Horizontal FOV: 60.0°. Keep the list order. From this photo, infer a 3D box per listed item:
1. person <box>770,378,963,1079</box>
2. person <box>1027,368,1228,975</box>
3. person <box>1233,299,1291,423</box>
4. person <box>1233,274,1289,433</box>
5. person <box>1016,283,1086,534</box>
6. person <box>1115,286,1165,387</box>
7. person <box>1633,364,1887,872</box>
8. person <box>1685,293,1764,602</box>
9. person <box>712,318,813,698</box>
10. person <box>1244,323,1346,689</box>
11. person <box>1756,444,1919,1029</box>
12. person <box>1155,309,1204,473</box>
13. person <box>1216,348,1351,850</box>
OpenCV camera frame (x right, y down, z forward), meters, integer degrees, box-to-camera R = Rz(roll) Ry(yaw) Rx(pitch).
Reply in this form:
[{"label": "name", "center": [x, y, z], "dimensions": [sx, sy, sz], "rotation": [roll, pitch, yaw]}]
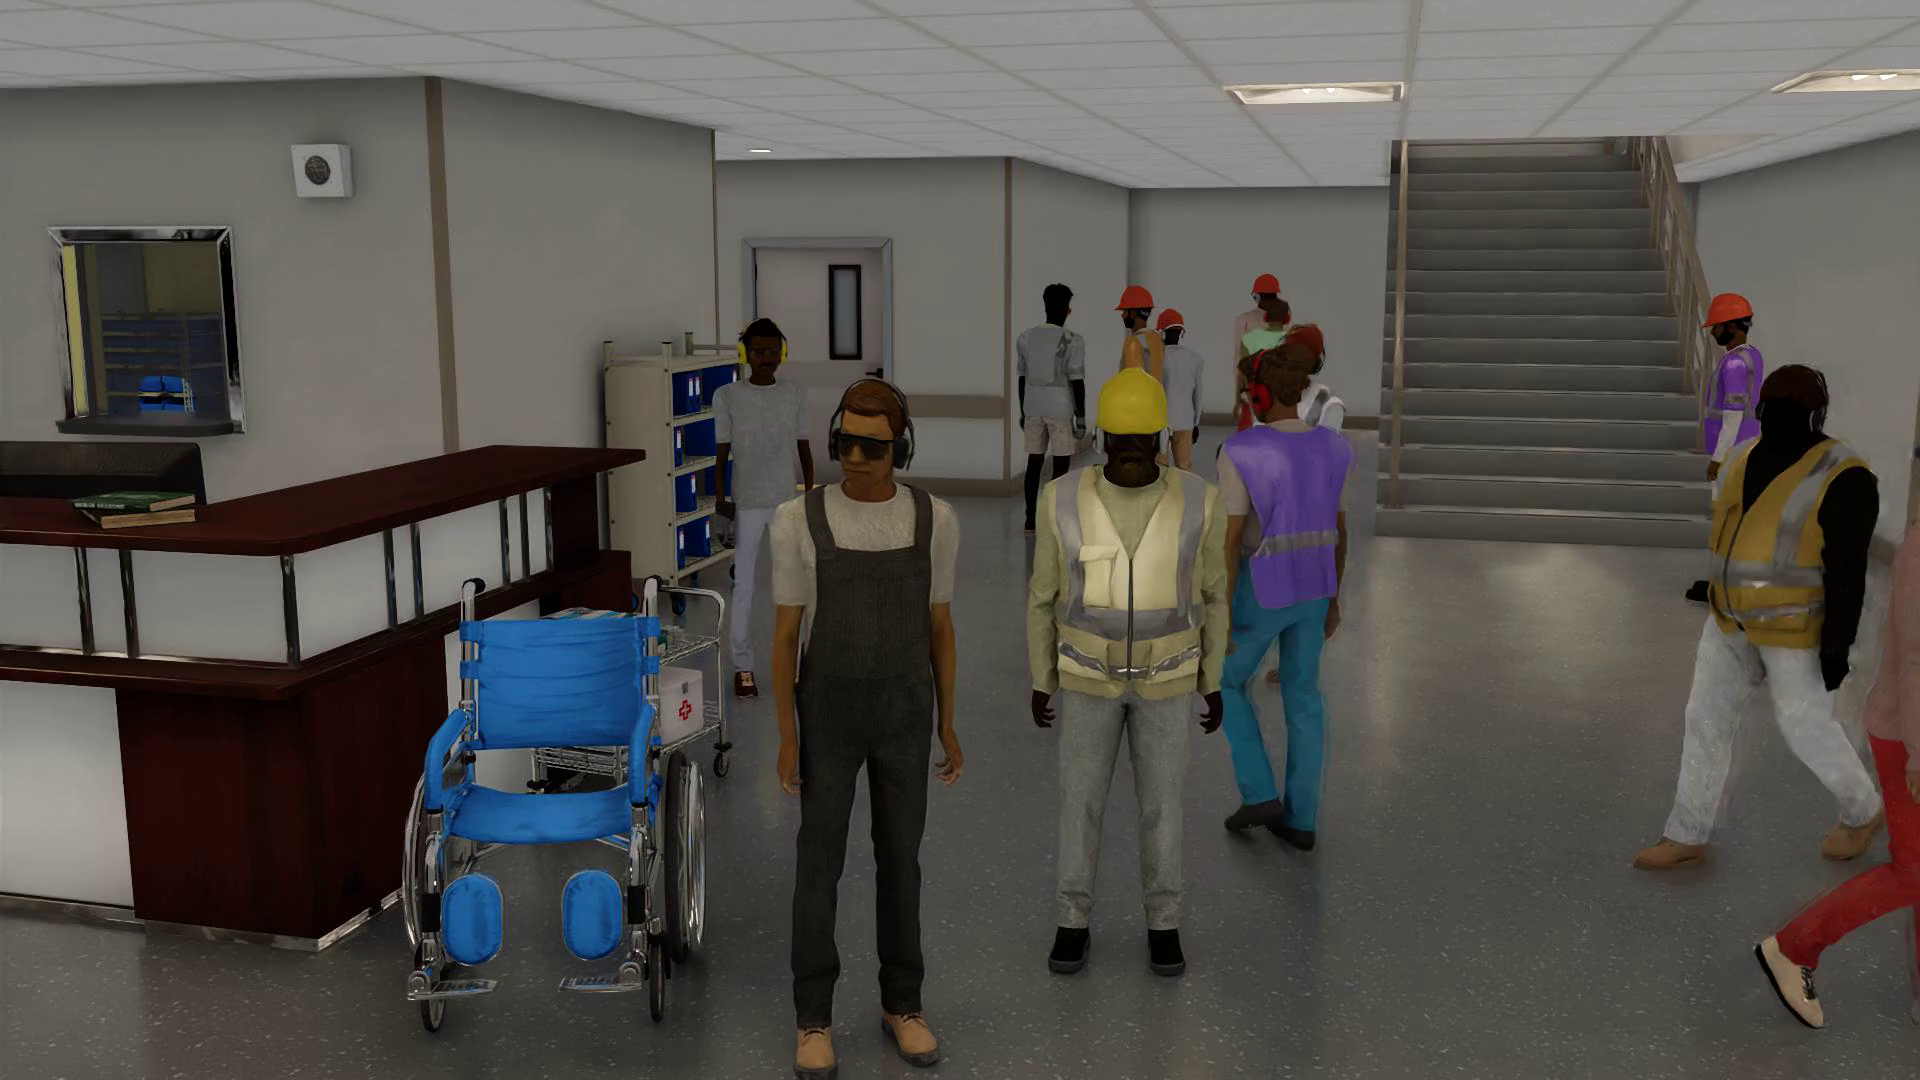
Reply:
[{"label": "person", "center": [-0.239, 0.494, 4.382], "dimensions": [0.507, 1.842, 0.351], "rotation": [-3, 10, -15]}, {"label": "person", "center": [0.499, 0.400, 4.977], "dimensions": [0.603, 1.828, 0.404], "rotation": [1, 10, 4]}, {"label": "person", "center": [2.732, -1.218, 14.675], "dimensions": [0.596, 1.781, 1.030], "rotation": [4, 10, 21]}, {"label": "person", "center": [2.831, -1.481, 15.562], "dimensions": [0.609, 1.996, 0.379], "rotation": [-5, 11, -27]}, {"label": "person", "center": [0.714, -0.995, 12.835], "dimensions": [0.610, 1.954, 0.387], "rotation": [7, 12, 36]}, {"label": "person", "center": [1.338, -0.953, 12.627], "dimensions": [0.376, 1.935, 0.550], "rotation": [5, 11, 27]}, {"label": "person", "center": [2.881, 0.283, 5.775], "dimensions": [0.901, 1.805, 0.629], "rotation": [-3, 10, -18]}, {"label": "person", "center": [4.781, -0.569, 10.393], "dimensions": [0.374, 1.928, 0.543], "rotation": [7, 12, 34]}, {"label": "person", "center": [-0.951, -0.153, 8.150], "dimensions": [0.508, 1.862, 0.326], "rotation": [-3, 10, -17]}, {"label": "person", "center": [1.559, -0.140, 8.143], "dimensions": [0.811, 1.830, 0.658], "rotation": [-8, 13, -40]}, {"label": "person", "center": [2.616, 0.514, 4.518], "dimensions": [0.603, 1.747, 0.546], "rotation": [7, 12, 37]}, {"label": "person", "center": [1.626, -0.921, 12.977], "dimensions": [0.572, 1.749, 0.341], "rotation": [-5, 11, -26]}, {"label": "person", "center": [1.151, 0.219, 6.061], "dimensions": [0.604, 1.819, 0.502], "rotation": [-5, 11, -25]}]
